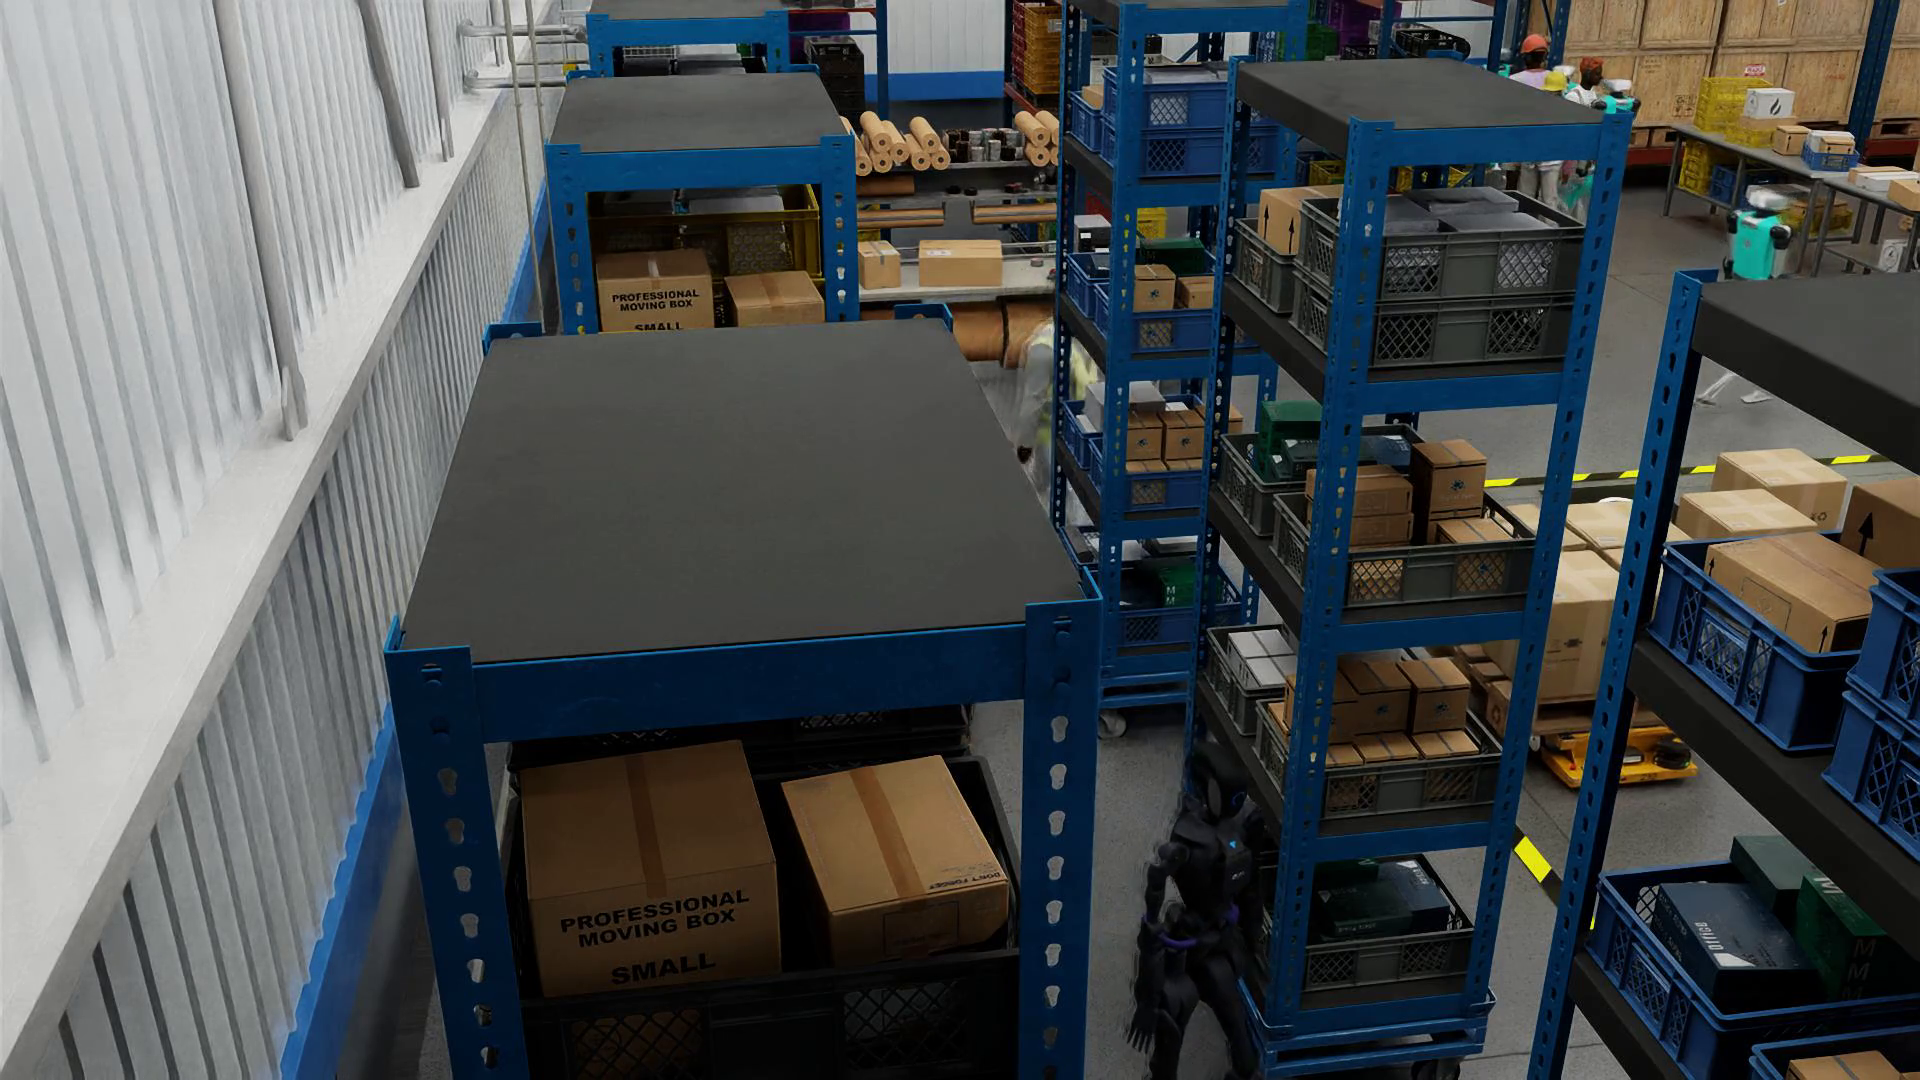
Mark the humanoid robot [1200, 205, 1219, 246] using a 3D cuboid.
[{"bbox_3d":[2.623,-3.794,16.871,0.595,1.646,0.449,-2,25,-5],"label":"humanoid robot"}]

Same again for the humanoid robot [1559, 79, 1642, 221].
[{"bbox_3d":[6.332,-3.733,16.767,0.531,1.860,0.790,-8,26,-16],"label":"humanoid robot"}]

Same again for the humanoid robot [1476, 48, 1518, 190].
[{"bbox_3d":[5.922,-4.446,18.234,0.533,1.769,0.902,-7,26,-15],"label":"humanoid robot"}]

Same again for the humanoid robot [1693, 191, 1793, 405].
[{"bbox_3d":[5.967,-1.743,12.296,0.963,1.717,0.546,-10,27,-21],"label":"humanoid robot"}]

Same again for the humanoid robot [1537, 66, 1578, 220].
[{"bbox_3d":[6.261,-4.109,17.487,0.531,1.779,0.825,10,27,21],"label":"humanoid robot"}]

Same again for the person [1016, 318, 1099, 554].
[{"bbox_3d":[0.655,-0.644,9.897,0.993,1.767,0.680,12,27,25],"label":"person"}]

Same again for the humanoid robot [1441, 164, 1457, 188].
[{"bbox_3d":[5.255,-4.225,17.791,0.331,1.652,0.590,20,31,37],"label":"humanoid robot"}]

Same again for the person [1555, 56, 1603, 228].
[{"bbox_3d":[6.303,-3.991,17.053,0.339,1.877,0.572,20,31,36],"label":"person"}]

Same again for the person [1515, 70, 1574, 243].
[{"bbox_3d":[5.832,-3.771,16.634,0.591,1.823,0.403,22,33,40],"label":"person"}]

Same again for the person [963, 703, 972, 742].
[{"bbox_3d":[-0.089,0.008,8.315,0.617,1.900,1.016,-4,25,-8],"label":"person"}]

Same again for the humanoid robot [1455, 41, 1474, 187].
[{"bbox_3d":[5.762,-4.954,19.364,0.599,1.657,0.315,9,26,19],"label":"humanoid robot"}]

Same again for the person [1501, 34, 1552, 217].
[{"bbox_3d":[5.882,-4.215,17.347,0.604,2.040,0.382,-5,25,-10],"label":"person"}]

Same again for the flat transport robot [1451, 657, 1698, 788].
[{"bbox_3d":[3.106,0.789,8.549,0.652,0.197,1.431,-4,25,-8],"label":"flat transport robot"}]

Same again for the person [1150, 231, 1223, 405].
[{"bbox_3d":[1.481,-1.098,10.790,0.590,1.852,0.372,-3,25,-6],"label":"person"}]

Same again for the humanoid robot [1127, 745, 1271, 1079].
[{"bbox_3d":[0.809,1.419,5.528,0.612,1.645,0.461,-19,31,-36],"label":"humanoid robot"}]
